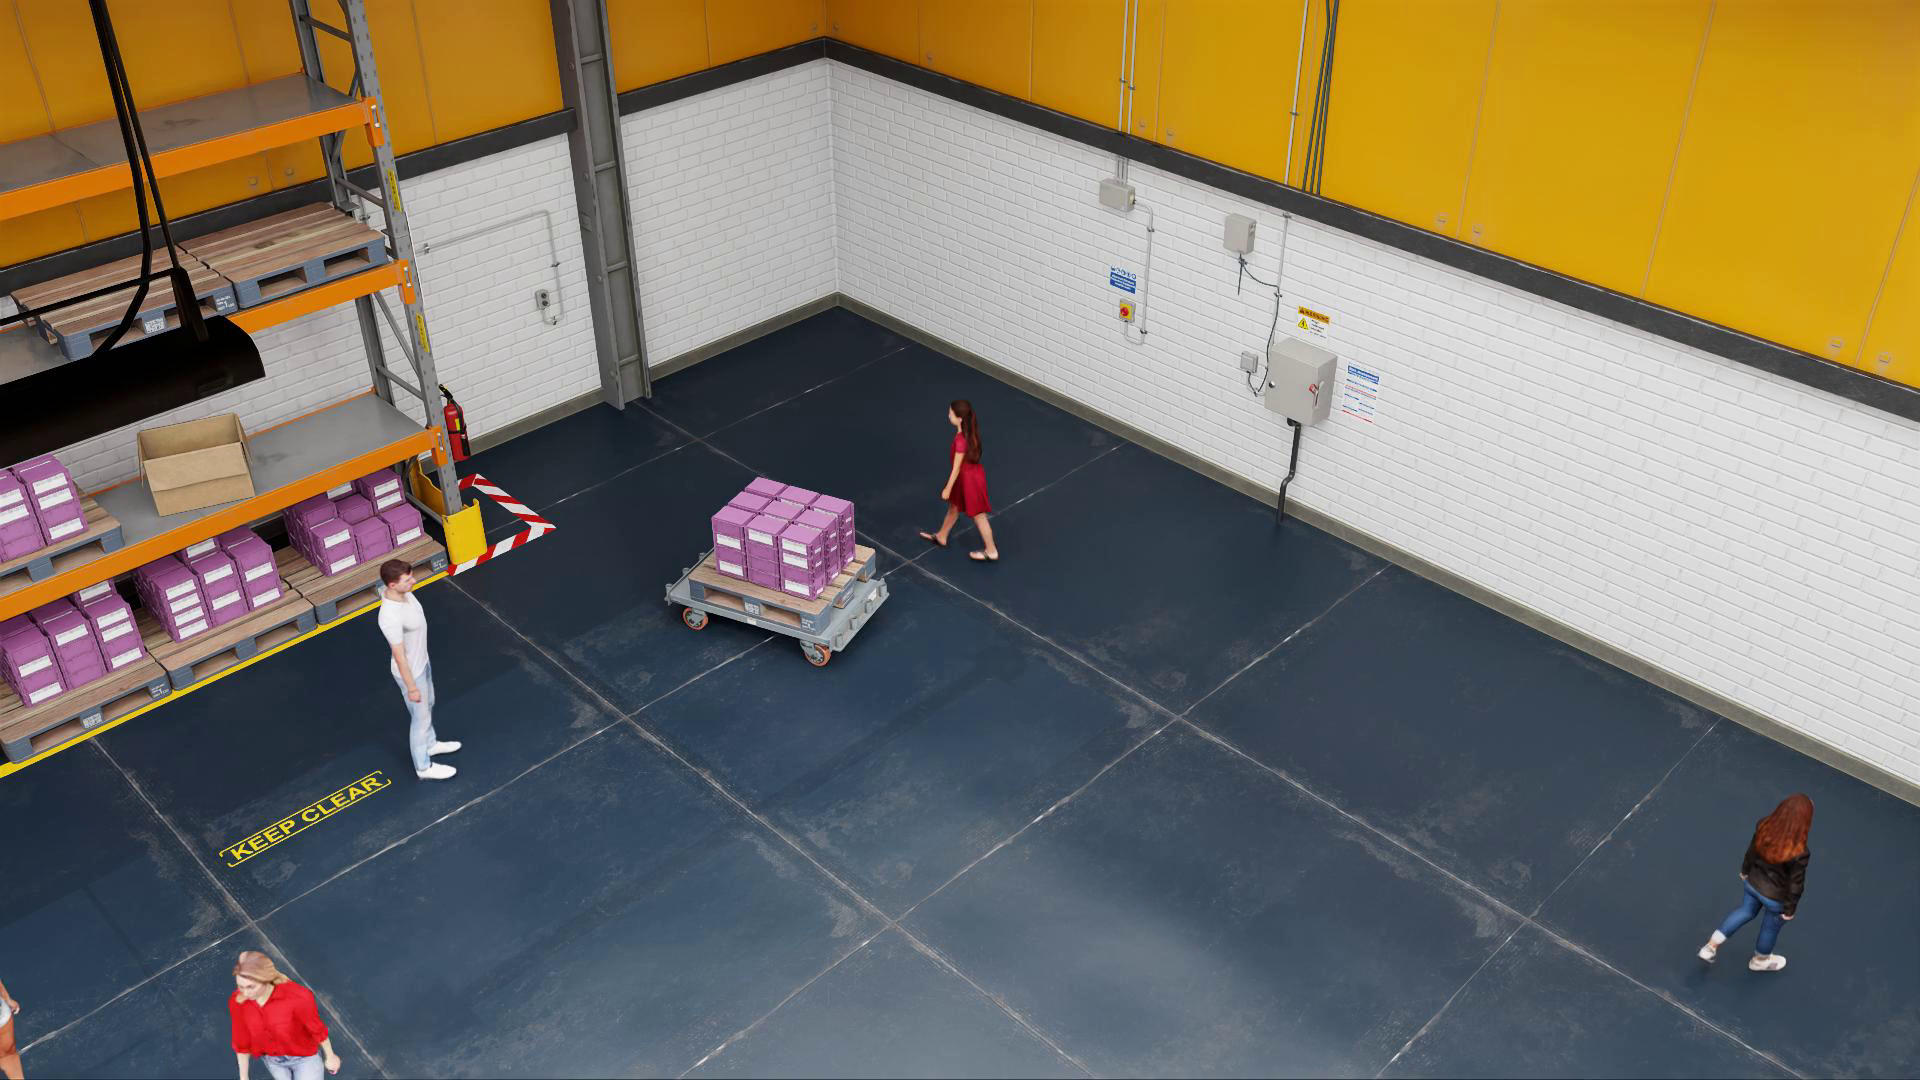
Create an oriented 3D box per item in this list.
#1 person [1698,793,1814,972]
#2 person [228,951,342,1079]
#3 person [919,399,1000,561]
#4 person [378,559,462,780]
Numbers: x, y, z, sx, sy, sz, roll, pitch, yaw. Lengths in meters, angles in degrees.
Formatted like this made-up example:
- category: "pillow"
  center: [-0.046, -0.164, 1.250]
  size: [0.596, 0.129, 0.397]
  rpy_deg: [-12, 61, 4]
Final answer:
- category: "person"
  center: [4.954, 2.151, 10.260]
  size: [0.927, 1.469, 0.770]
  rpy_deg: [-12, 36, -18]
- category: "person"
  center: [-3.629, 2.783, 9.113]
  size: [0.886, 1.686, 0.949]
  rpy_deg: [1, 34, 1]
- category: "person"
  center: [0.152, -0.476, 14.172]
  size: [0.929, 1.514, 0.960]
  rpy_deg: [5, 34, 8]
- category: "person"
  center: [-3.904, 0.900, 11.798]
  size: [0.748, 1.850, 0.738]
  rpy_deg: [-6, 34, -9]
